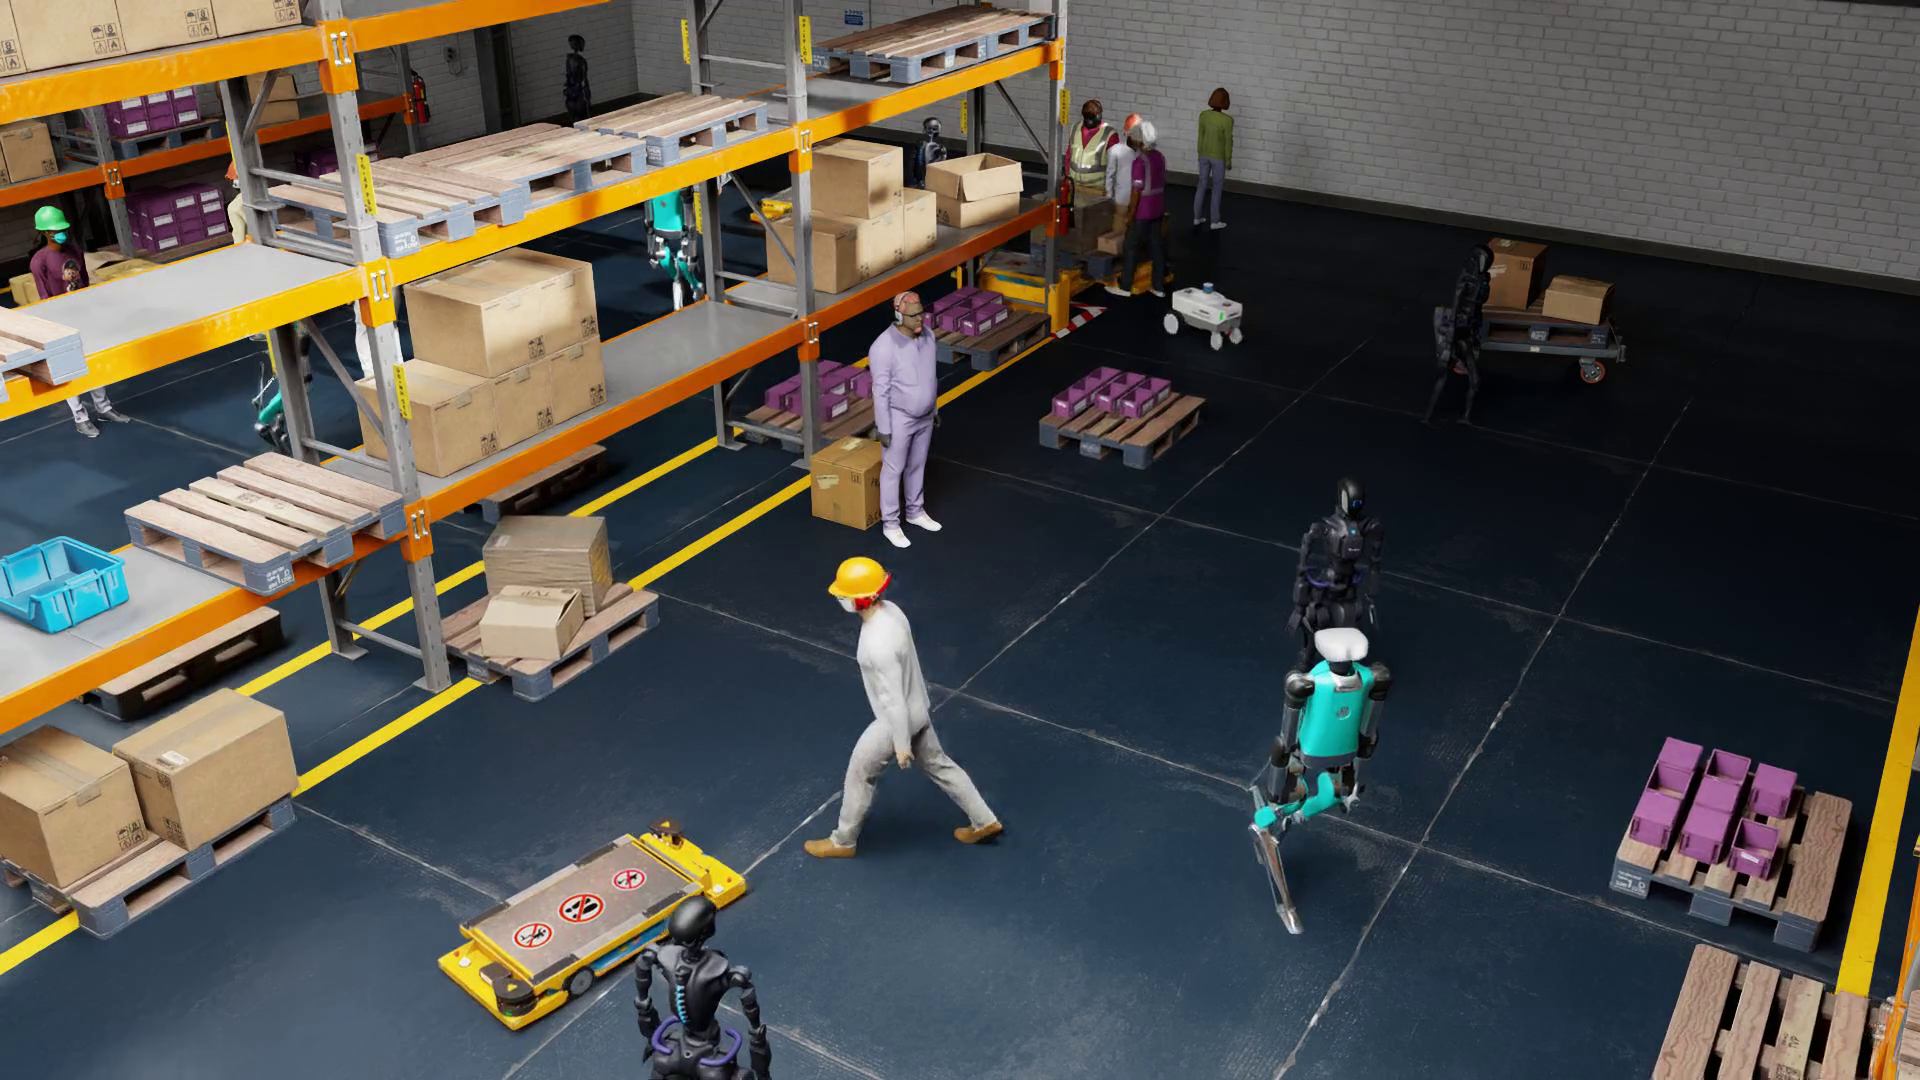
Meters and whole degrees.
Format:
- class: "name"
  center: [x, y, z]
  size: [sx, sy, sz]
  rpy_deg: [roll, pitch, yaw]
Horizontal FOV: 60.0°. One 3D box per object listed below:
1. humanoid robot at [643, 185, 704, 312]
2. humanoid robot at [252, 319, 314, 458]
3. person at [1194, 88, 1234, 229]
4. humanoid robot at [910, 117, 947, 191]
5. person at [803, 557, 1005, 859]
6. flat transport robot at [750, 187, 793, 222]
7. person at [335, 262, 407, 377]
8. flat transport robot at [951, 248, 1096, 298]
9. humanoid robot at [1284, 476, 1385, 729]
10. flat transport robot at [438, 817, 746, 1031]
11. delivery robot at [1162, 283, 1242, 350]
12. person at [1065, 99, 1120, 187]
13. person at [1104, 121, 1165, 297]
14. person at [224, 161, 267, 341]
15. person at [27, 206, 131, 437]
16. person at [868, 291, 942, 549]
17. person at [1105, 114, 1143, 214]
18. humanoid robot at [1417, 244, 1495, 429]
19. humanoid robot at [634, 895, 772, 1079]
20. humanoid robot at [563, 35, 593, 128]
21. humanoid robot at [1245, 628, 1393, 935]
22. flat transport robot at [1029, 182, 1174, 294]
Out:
- class: "humanoid robot"
  center: [-2.690, -2.802, 16.204]
  size: [0.547, 1.878, 0.810]
  rpy_deg: [8, 28, 15]
- class: "humanoid robot"
  center: [-5.438, -1.286, 13.135]
  size: [0.767, 1.802, 0.543]
  rpy_deg: [-24, 35, -38]
- class: "person"
  center: [2.984, -4.481, 19.531]
  size: [0.286, 1.627, 0.496]
  rpy_deg: [-24, 35, -38]
- class: "humanoid robot"
  center: [-0.336, -3.762, 18.054]
  size: [0.311, 1.649, 0.616]
  rpy_deg: [-24, 36, -39]
- class: "person"
  center: [-0.270, 0.895, 8.740]
  size: [1.061, 1.823, 0.584]
  rpy_deg: [2, 27, 4]
- class: "flat transport robot"
  center: [-1.902, -4.119, 20.314]
  size: [0.659, 0.231, 1.431]
  rpy_deg: [13, 30, 24]
- class: "person"
  center: [-5.245, -2.303, 14.897]
  size: [0.628, 1.937, 0.379]
  rpy_deg: [-22, 34, -36]
- class: "flat transport robot"
  center: [0.675, -2.856, 17.825]
  size: [1.431, 0.231, 0.659]
  rpy_deg: [16, 31, 28]
- class: "humanoid robot"
  center: [2.248, 0.379, 9.926]
  size: [0.590, 1.625, 0.725]
  rpy_deg: [-8, 28, -15]
- class: "flat transport robot"
  center: [-1.845, 1.910, 8.435]
  size: [0.659, 0.231, 1.431]
  rpy_deg: [23, 35, 38]
- class: "delivery robot"
  center: [2.384, -2.214, 16.266]
  size: [0.499, 0.614, 0.792]
  rpy_deg: [-20, 33, -34]
- class: "person"
  center: [1.400, -3.858, 18.066]
  size: [0.624, 1.841, 0.429]
  rpy_deg: [16, 31, 28]
- class: "person"
  center: [1.875, -3.397, 17.183]
  size: [0.584, 1.828, 0.545]
  rpy_deg: [23, 35, 37]
- class: "person"
  center: [-6.802, -2.797, 16.064]
  size: [0.322, 1.755, 0.562]
  rpy_deg: [8, 28, 15]
- class: "person"
  center: [-7.473, -1.853, 13.992]
  size: [0.422, 1.952, 0.491]
  rpy_deg: [10, 29, 19]
- class: "person"
  center: [-0.363, -0.894, 12.150]
  size: [0.408, 1.910, 0.635]
  rpy_deg: [21, 34, 35]
- class: "person"
  center: [1.831, -3.692, 17.831]
  size: [0.567, 1.749, 0.340]
  rpy_deg: [-8, 28, -16]
- class: "humanoid robot"
  center: [4.228, -1.697, 13.997]
  size: [0.549, 1.632, 0.614]
  rpy_deg: [22, 34, 36]
- class: "humanoid robot"
  center: [-1.034, 2.067, 6.606]
  size: [0.601, 1.654, 0.594]
  rpy_deg: [9, 28, 16]
- class: "humanoid robot"
  center: [-5.136, -5.921, 22.316]
  size: [0.379, 1.648, 0.609]
  rpy_deg: [-20, 33, -33]
- class: "humanoid robot"
  center: [1.705, 1.136, 8.414]
  size: [0.549, 1.847, 0.854]
  rpy_deg: [-6, 28, -12]
- class: "flat transport robot"
  center: [1.544, -2.963, 18.036]
  size: [1.431, 0.231, 0.659]
  rpy_deg: [22, 34, 36]
